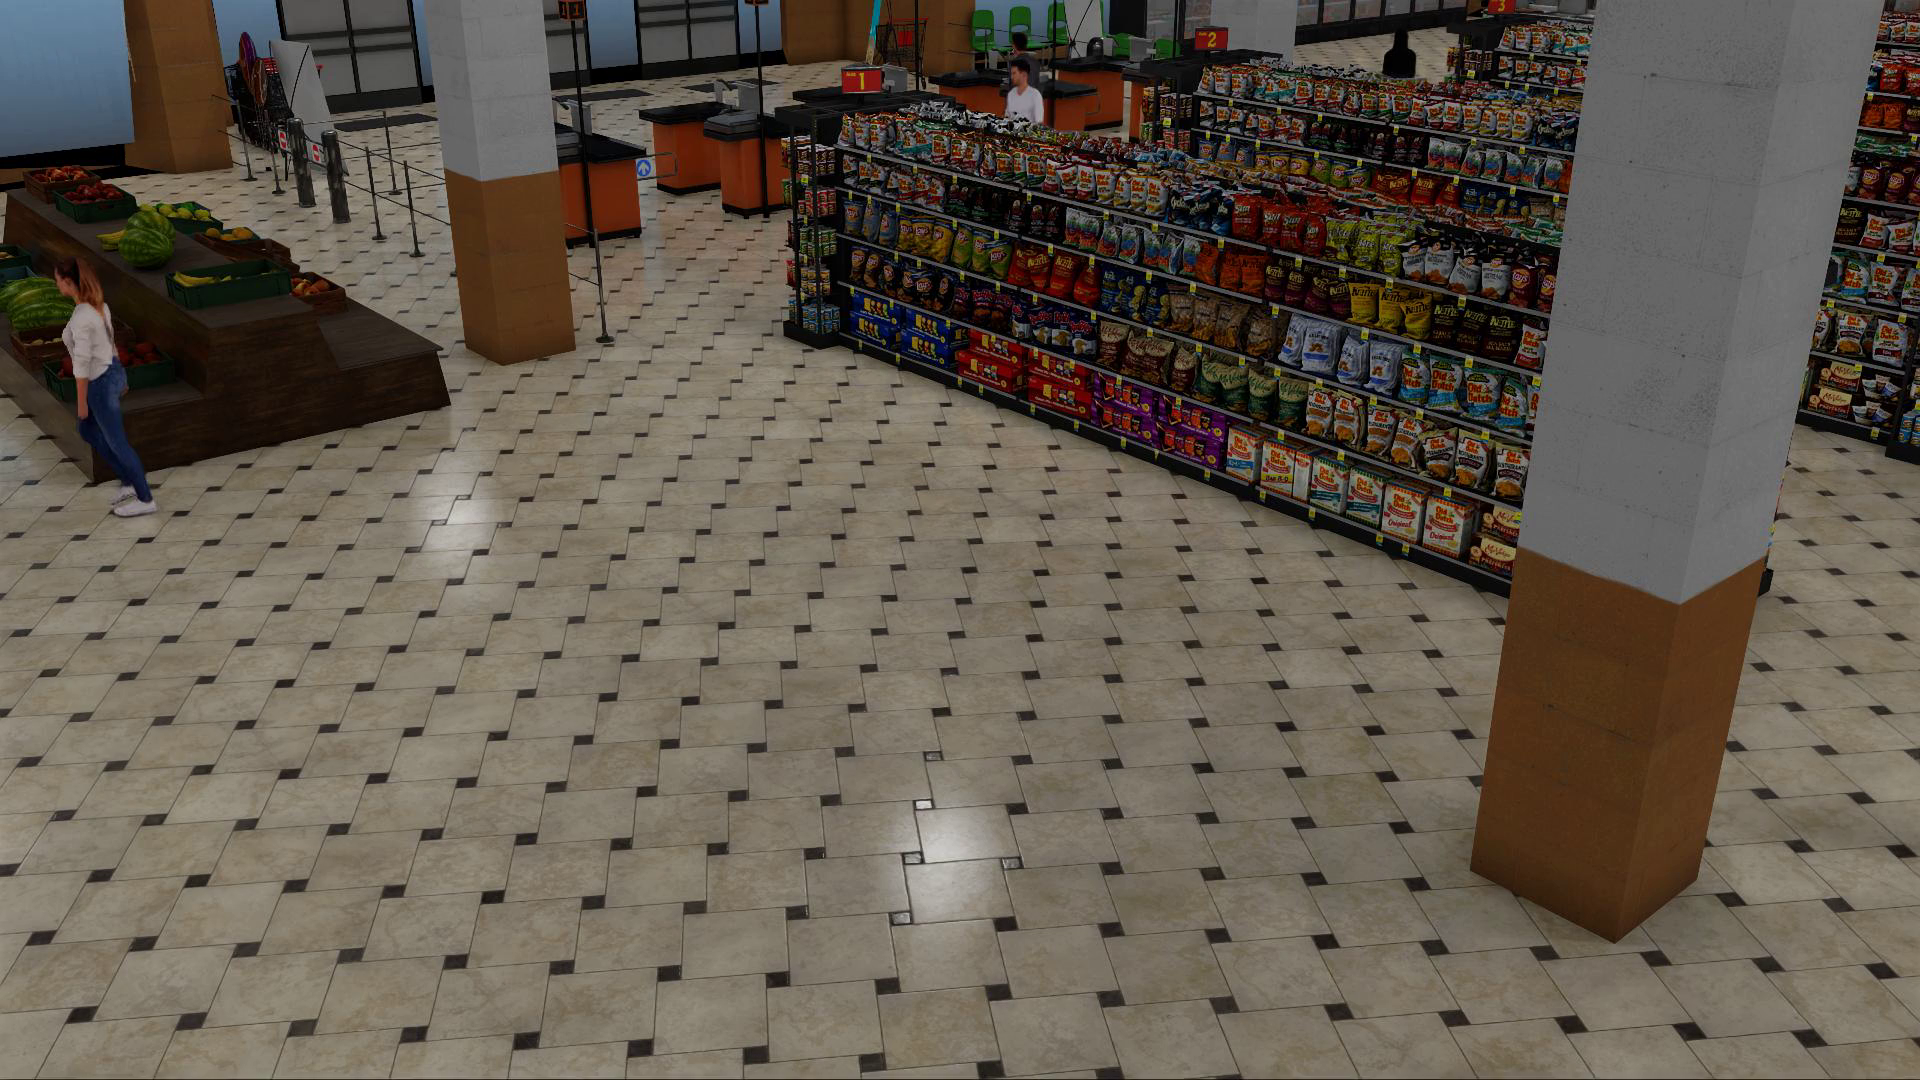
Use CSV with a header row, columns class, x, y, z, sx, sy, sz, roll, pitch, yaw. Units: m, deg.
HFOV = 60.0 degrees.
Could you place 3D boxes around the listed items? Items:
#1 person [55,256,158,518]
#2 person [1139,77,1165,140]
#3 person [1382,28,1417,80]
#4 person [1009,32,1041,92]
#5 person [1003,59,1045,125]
class,x,y,z,sx,sy,sz,roll,pitch,yaw
person,-5.470,-0.991,10.797,0.902,1.712,0.782,-6,24,-14
person,2.167,-4.351,18.584,0.587,1.625,0.687,15,28,31
person,5.973,-6.165,22.741,0.699,1.615,0.774,5,24,12
person,0.761,-5.222,20.269,0.671,1.871,0.743,16,28,32
person,0.782,-4.357,18.348,0.729,1.825,0.958,-20,30,-38
